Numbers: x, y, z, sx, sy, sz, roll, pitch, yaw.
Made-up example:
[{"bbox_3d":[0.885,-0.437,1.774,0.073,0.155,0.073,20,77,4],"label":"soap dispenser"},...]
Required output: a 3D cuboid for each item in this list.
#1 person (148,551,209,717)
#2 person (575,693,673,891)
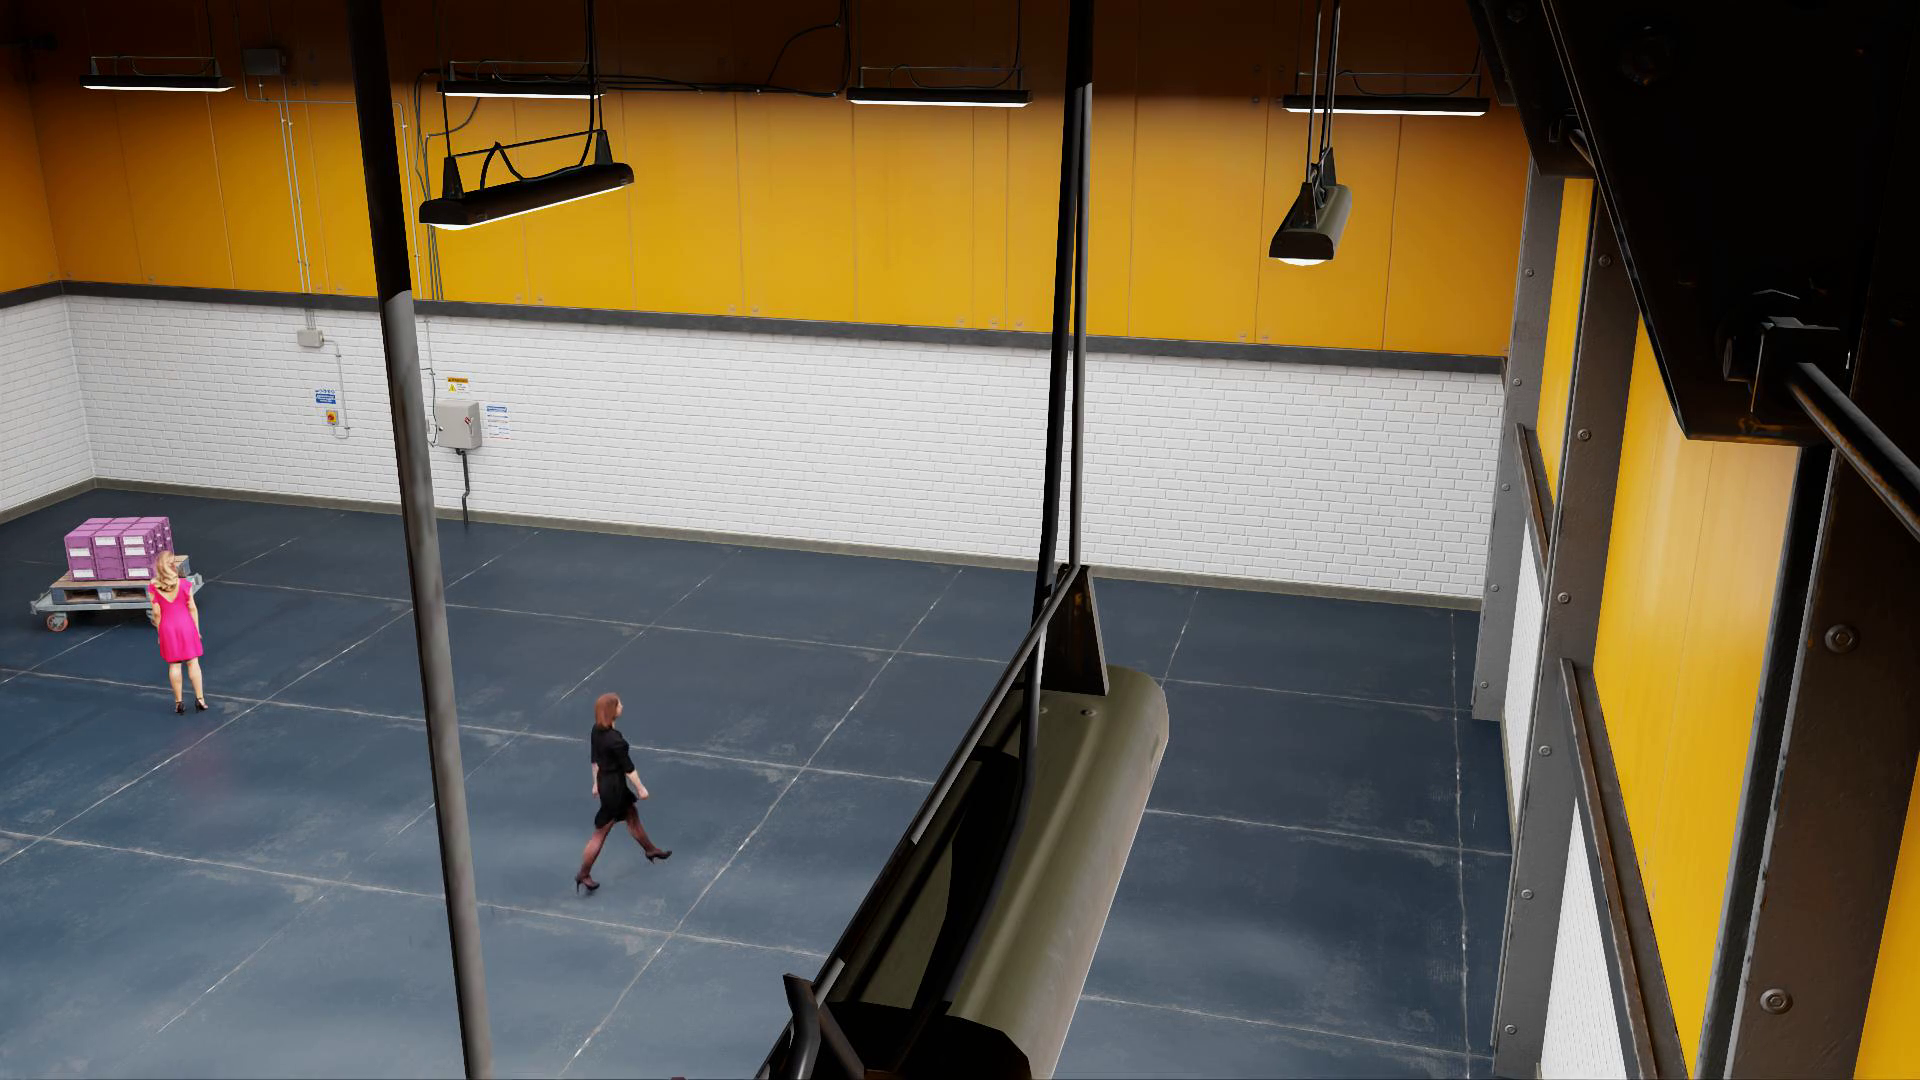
[{"bbox_3d":[-7.885,0.930,16.760,0.662,1.728,0.693,-6,19,-17],"label":"person"},{"bbox_3d":[-2.885,2.086,13.442,1.139,1.654,1.039,-12,22,-32],"label":"person"}]
